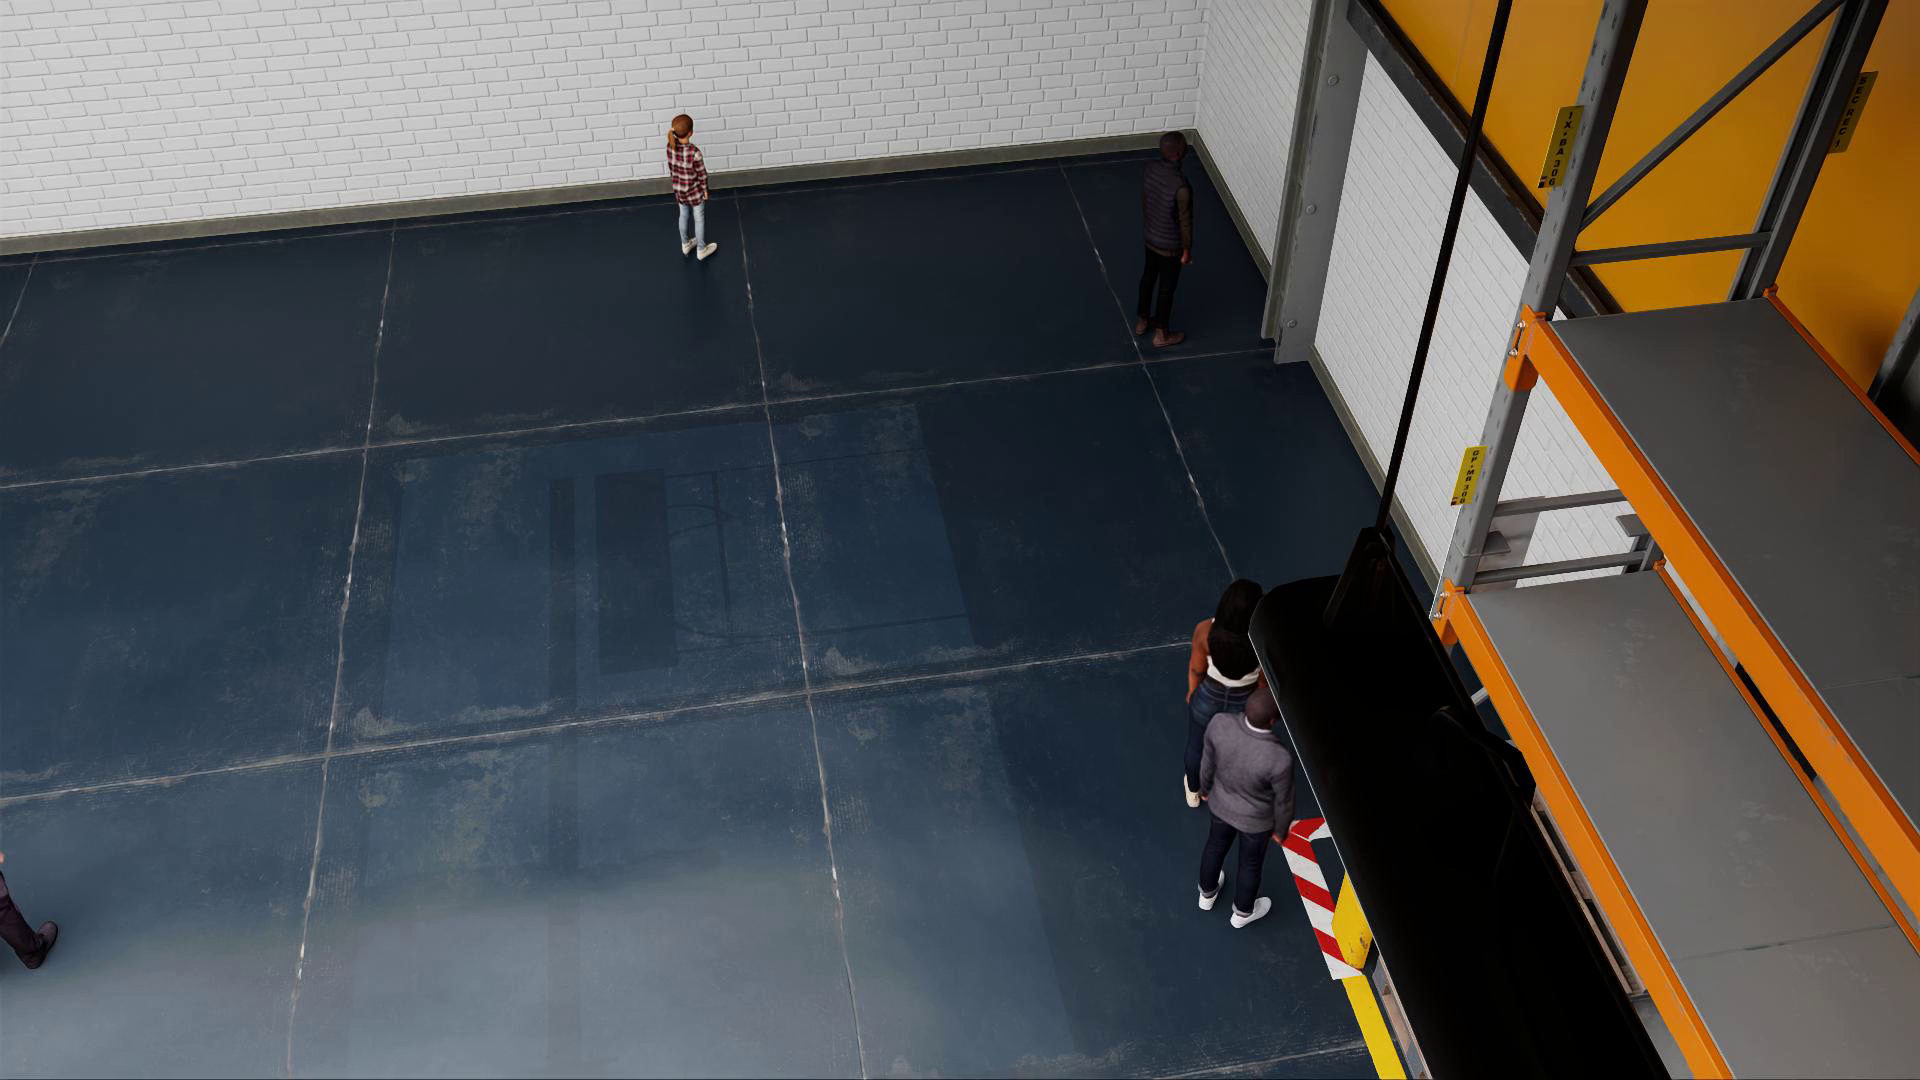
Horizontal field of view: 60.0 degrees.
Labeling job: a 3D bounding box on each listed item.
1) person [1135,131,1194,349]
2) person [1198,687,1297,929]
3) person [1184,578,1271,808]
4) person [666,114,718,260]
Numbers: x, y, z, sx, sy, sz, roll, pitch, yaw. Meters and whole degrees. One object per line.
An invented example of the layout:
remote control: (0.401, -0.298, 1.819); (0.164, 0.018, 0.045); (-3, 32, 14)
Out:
person: (1.579, -2.328, 12.850); (0.833, 1.835, 0.670); (-25, 49, -24)
person: (1.509, 1.438, 8.909); (0.762, 1.818, 0.860); (32, 52, 29)
person: (1.528, 0.911, 9.476); (0.737, 1.799, 0.749); (12, 45, 12)
person: (-2.273, -2.959, 13.896); (0.611, 1.305, 0.658); (20, 47, 20)
